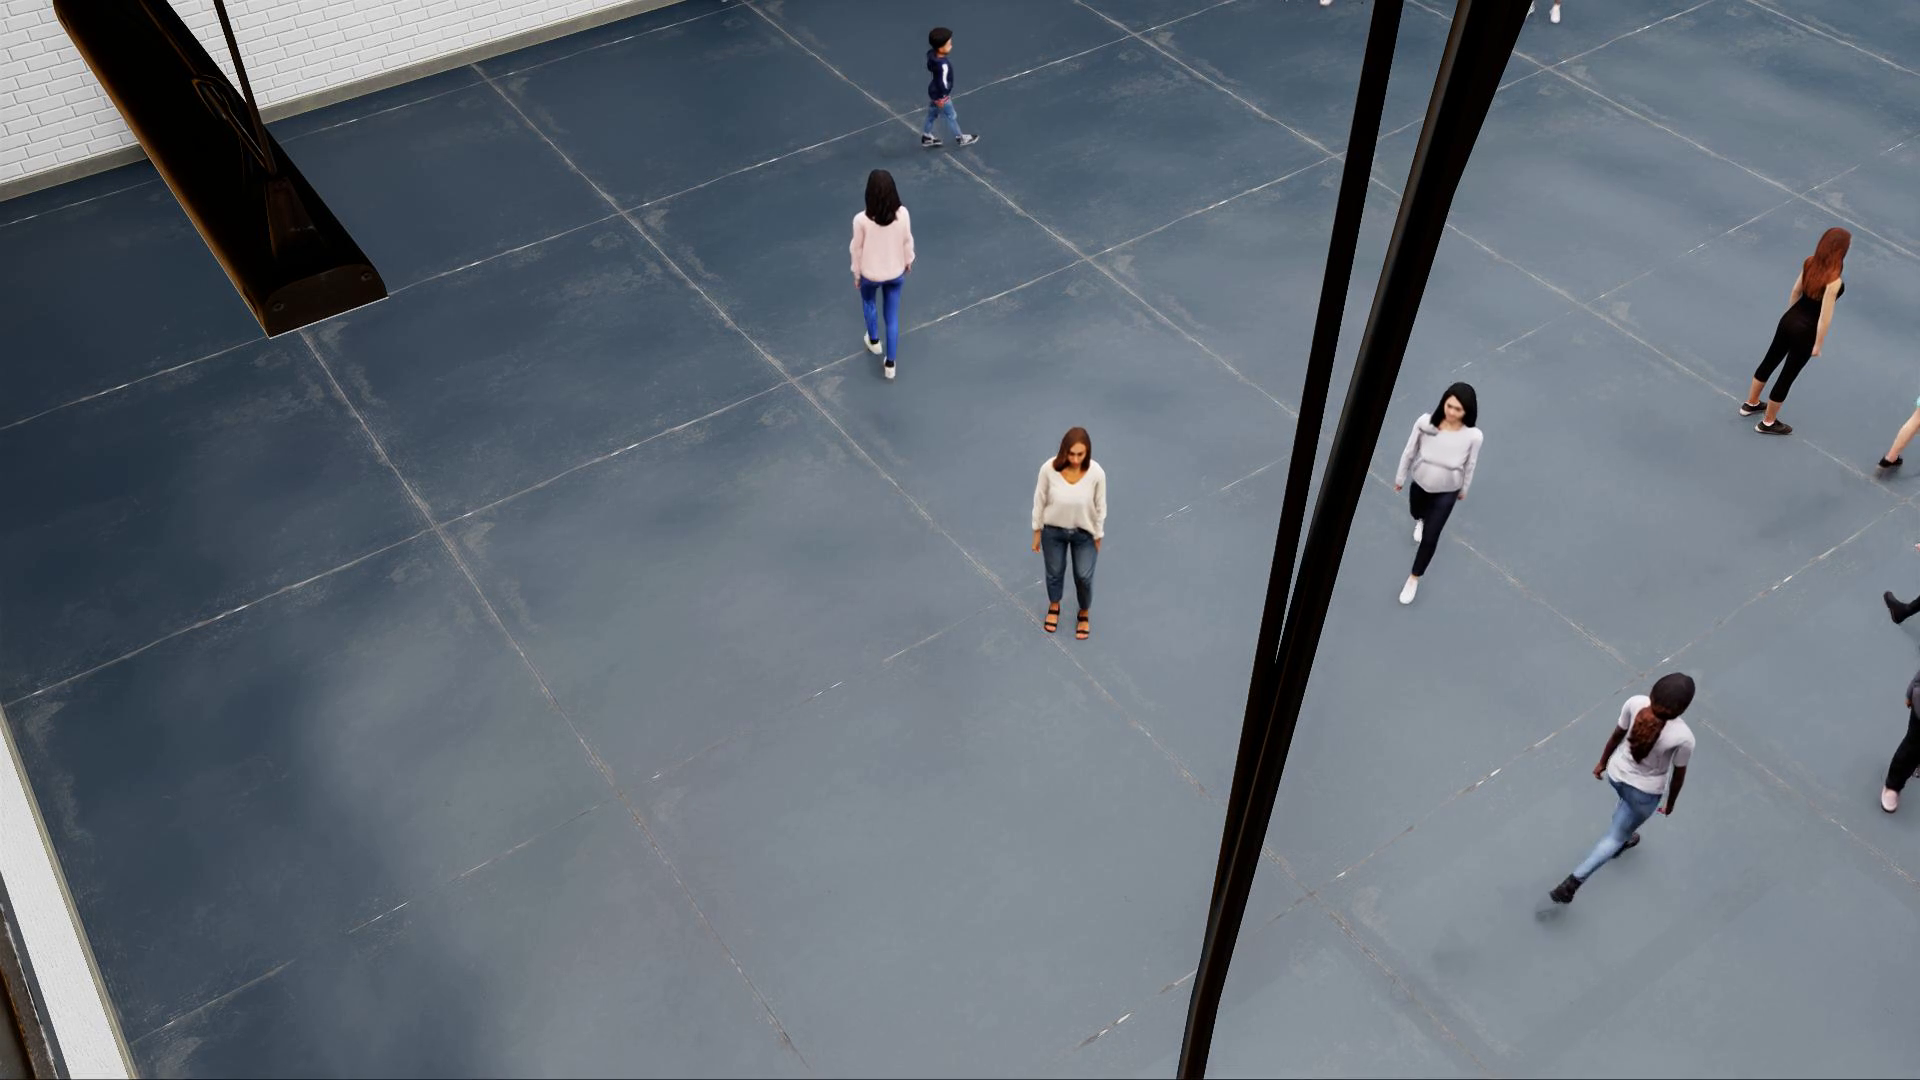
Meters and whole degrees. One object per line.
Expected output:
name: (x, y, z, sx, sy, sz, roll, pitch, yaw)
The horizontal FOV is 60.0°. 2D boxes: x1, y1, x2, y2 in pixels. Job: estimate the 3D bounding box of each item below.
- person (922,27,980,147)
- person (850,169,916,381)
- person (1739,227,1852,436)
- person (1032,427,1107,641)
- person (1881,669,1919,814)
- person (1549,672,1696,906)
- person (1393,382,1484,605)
person: (-0.236, -4.197, 15.506, 0.844, 1.200, 0.699, -9, 44, -9)
person: (-0.589, -1.985, 12.785, 0.866, 1.749, 0.905, -6, 44, -7)
person: (6.234, -1.568, 12.364, 0.645, 1.726, 0.643, -6, 44, -6)
person: (0.703, -0.089, 10.846, 0.720, 1.679, 0.777, 8, 44, 8)
person: (5.870, 0.973, 9.801, 0.865, 1.582, 0.949, 21, 47, 21)
person: (3.709, 1.406, 9.269, 1.085, 1.690, 0.589, -25, 49, -24)
person: (3.223, -0.425, 11.207, 0.955, 1.668, 1.175, 20, 47, 20)
